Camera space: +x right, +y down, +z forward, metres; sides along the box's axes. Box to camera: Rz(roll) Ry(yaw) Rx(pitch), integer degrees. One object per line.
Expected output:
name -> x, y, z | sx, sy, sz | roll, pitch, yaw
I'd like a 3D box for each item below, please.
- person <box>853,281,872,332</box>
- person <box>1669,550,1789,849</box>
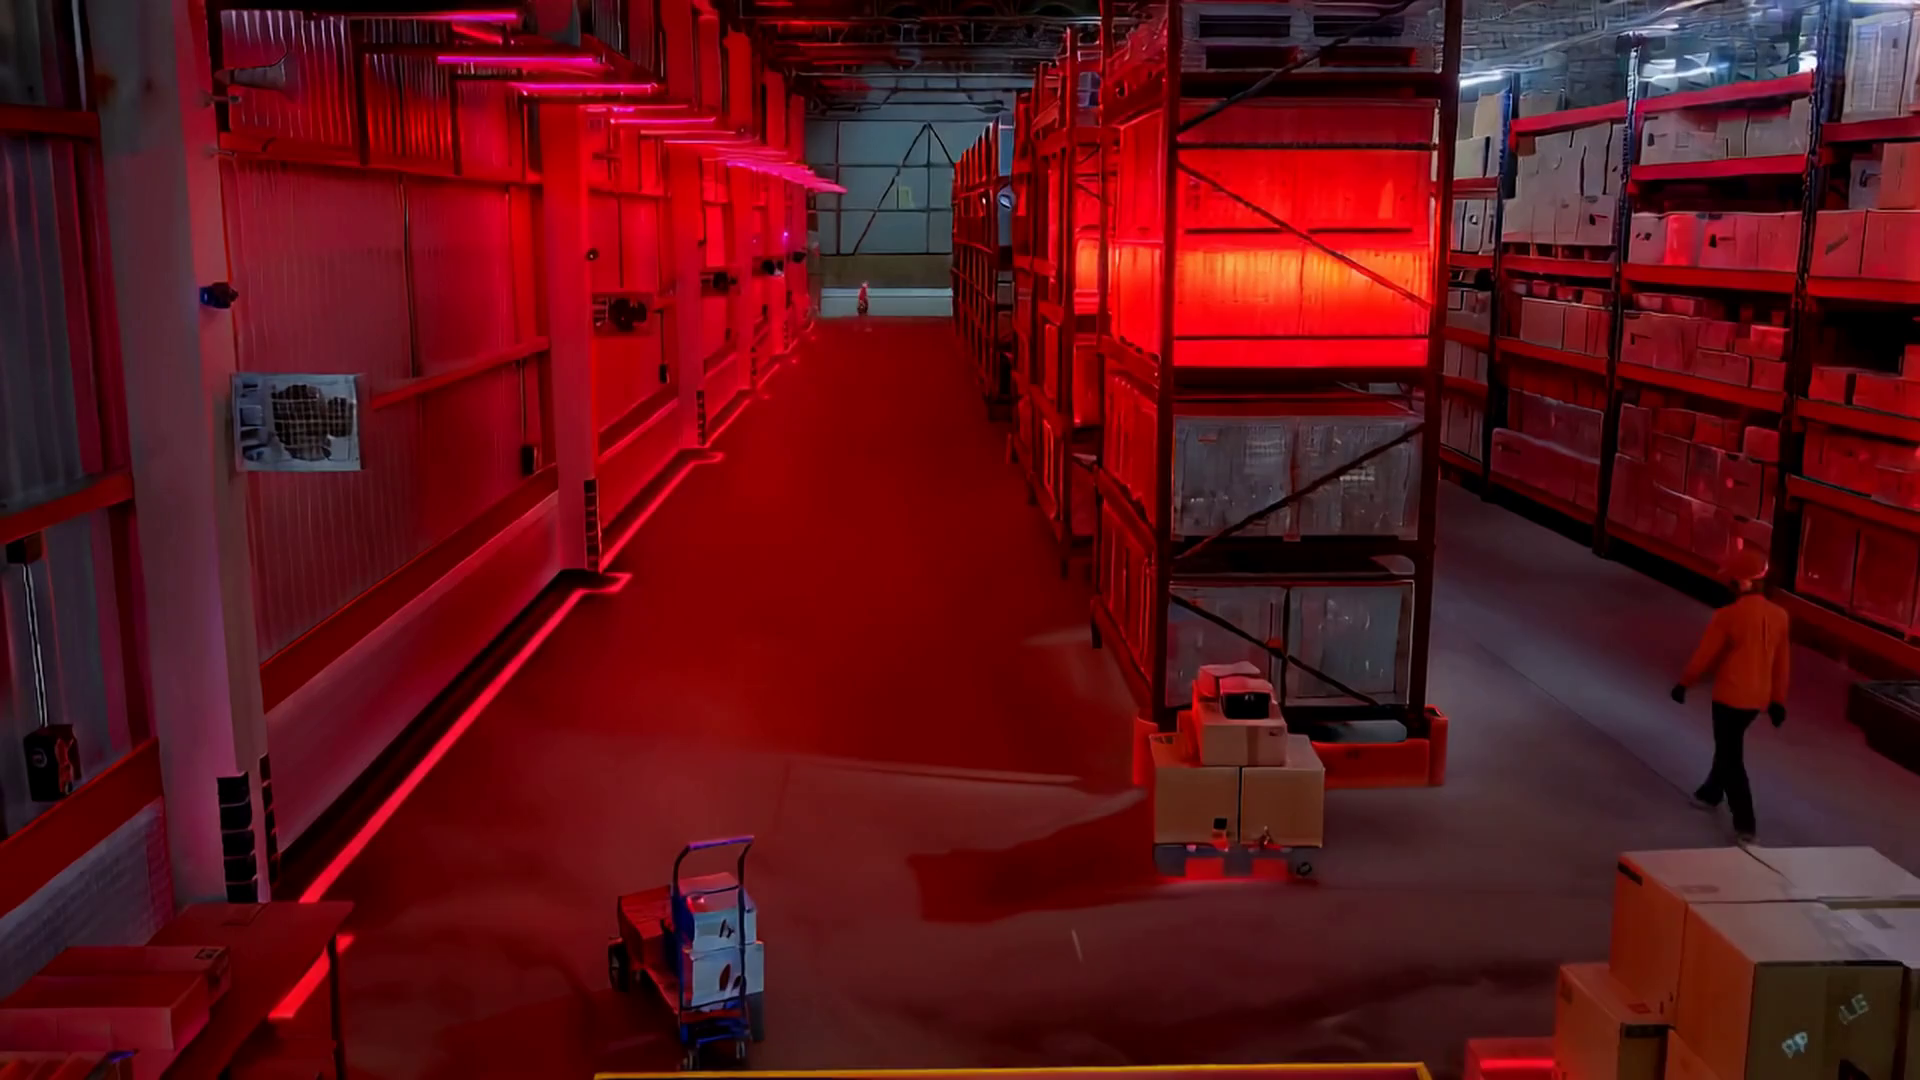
person -> -3.605, -8.550, 60.942 | 0.717, 1.901, 0.563 | -7, 13, -34
person -> 5.067, 1.014, 11.012 | 0.618, 1.942, 0.821 | -6, 12, -27
